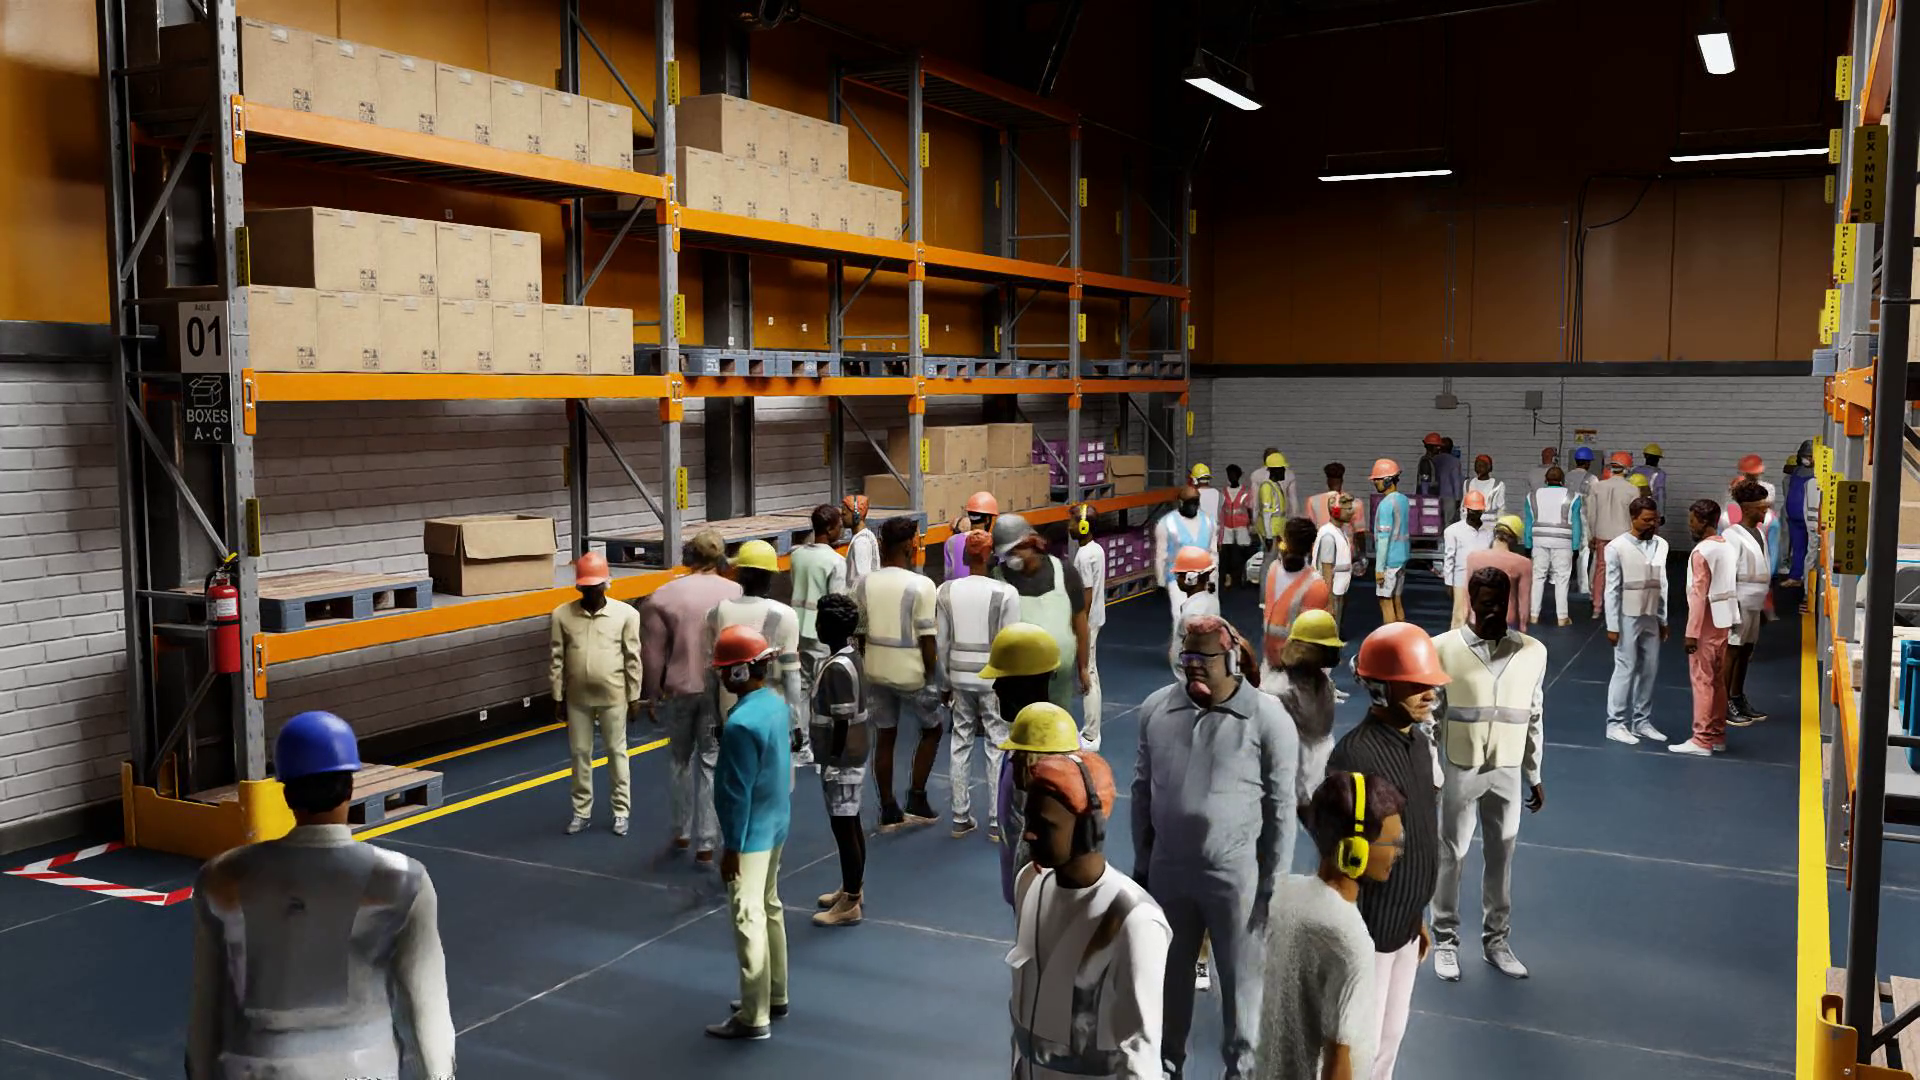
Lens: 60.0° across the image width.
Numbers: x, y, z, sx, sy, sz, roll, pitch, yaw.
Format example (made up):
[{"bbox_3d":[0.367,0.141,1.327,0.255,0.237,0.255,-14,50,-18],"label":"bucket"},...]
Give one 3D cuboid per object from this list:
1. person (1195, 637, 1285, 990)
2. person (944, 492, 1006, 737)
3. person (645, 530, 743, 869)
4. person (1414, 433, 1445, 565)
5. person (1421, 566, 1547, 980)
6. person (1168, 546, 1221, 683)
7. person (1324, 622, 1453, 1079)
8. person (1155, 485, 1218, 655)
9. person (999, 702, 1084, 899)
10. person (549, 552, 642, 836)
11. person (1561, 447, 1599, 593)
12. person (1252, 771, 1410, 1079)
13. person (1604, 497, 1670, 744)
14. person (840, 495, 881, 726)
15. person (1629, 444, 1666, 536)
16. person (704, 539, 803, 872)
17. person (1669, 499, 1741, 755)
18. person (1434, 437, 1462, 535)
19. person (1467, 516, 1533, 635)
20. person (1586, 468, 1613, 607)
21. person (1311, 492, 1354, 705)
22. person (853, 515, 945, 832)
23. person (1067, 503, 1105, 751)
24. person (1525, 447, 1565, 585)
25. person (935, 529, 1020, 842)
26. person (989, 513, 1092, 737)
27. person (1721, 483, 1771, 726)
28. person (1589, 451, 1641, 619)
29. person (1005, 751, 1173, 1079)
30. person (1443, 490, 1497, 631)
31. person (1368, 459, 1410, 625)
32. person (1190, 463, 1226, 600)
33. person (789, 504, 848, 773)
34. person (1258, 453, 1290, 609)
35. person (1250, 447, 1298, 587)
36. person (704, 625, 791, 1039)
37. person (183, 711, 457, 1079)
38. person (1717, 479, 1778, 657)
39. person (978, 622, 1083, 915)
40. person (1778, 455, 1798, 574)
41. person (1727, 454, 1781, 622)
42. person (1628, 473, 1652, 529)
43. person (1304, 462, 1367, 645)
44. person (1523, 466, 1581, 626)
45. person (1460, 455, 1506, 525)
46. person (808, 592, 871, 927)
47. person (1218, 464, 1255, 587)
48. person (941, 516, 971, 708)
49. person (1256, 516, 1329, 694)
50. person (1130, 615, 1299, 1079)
[{"bbox_3d":[1.235,1.236,7.588,0.503,1.626,0.280,0,5,1],"label":"person"},{"bbox_3d":[0.141,0.582,13.067,0.549,1.924,0.387,3,6,29],"label":"person"},{"bbox_3d":[-1.477,0.906,9.605,0.670,1.904,0.716,-1,5,-5],"label":"person"},{"bbox_3d":[7.199,-0.625,25.470,0.418,2.035,0.609,2,6,23],"label":"person"},{"bbox_3d":[2.438,1.074,7.767,0.593,1.920,0.391,-1,5,-5],"label":"person"},{"bbox_3d":[1.458,0.910,10.414,0.341,1.750,0.566,2,6,19],"label":"person"},{"bbox_3d":[1.392,1.253,5.432,0.395,1.993,0.614,4,7,37],"label":"person"},{"bbox_3d":[2.141,0.360,15.994,0.623,1.820,0.734,-2,6,-19],"label":"person"},{"bbox_3d":[0.284,1.384,5.361,0.322,1.743,0.489,0,5,-2],"label":"person"},{"bbox_3d":[-2.230,0.939,10.165,0.567,1.743,0.356,0,5,0],"label":"person"},{"bbox_3d":[8.233,-0.265,22.081,0.417,1.939,0.610,-3,6,-27],"label":"person"},{"bbox_3d":[0.826,1.467,4.108,0.575,1.830,0.598,-1,5,-12],"label":"person"},{"bbox_3d":[5.202,0.612,12.831,0.599,1.905,0.391,-3,6,-26],"label":"person"},{"bbox_3d":[-0.795,0.568,13.464,0.354,1.876,0.574,0,5,-1],"label":"person"},{"bbox_3d":[9.837,-0.413,23.776,0.392,1.917,0.589,-3,6,-29],"label":"person"},{"bbox_3d":[-1.139,0.953,9.143,0.610,1.903,0.533,2,6,22],"label":"person"},{"bbox_3d":[5.589,0.650,12.409,0.405,1.909,0.597,5,7,43],"label":"person"},{"bbox_3d":[7.717,-0.681,26.549,0.354,1.937,0.634,-4,7,-39],"label":"person"},{"bbox_3d":[4.338,0.656,13.422,0.510,1.696,0.934,2,6,16],"label":"person"},{"bbox_3d":[8.014,-0.032,20.557,0.575,1.747,0.336,-2,6,-18],"label":"person"},{"bbox_3d":[3.206,0.498,14.430,0.393,1.836,0.561,2,6,20],"label":"person"},{"bbox_3d":[-0.346,0.821,10.287,0.634,1.950,0.520,3,6,32],"label":"person"},{"bbox_3d":[0.927,0.654,12.535,0.328,1.875,0.513,1,5,11],"label":"person"},{"bbox_3d":[8.123,-0.331,22.948,0.407,1.910,0.639,-4,7,-36],"label":"person"},{"bbox_3d":[0.129,0.876,10.074,0.572,1.887,0.356,3,6,25],"label":"person"},{"bbox_3d":[0.448,0.792,10.158,0.728,2.000,0.556,-2,6,-18],"label":"person"},{"bbox_3d":[6.385,0.515,13.528,0.602,1.967,0.367,-5,7,-42],"label":"person"},{"bbox_3d":[7.688,-0.046,19.488,0.414,1.985,0.635,-5,7,-43],"label":"person"},{"bbox_3d":[0.302,1.441,4.087,0.348,1.876,0.570,-3,6,-30],"label":"person"},{"bbox_3d":[4.953,0.389,16.056,0.565,1.747,0.346,-1,5,-7],"label":"person"},{"bbox_3d":[4.231,0.211,16.484,0.405,2.032,0.611,3,6,33],"label":"person"},{"bbox_3d":[2.885,-0.004,19.889,0.596,1.823,0.403,-2,6,-21],"label":"person"},{"bbox_3d":[-1.015,0.701,11.857,0.393,1.909,0.603,-5,7,-41],"label":"person"},{"bbox_3d":[3.848,-0.105,20.398,0.367,1.927,0.594,2,6,22],"label":"person"},{"bbox_3d":[4.271,-0.303,22.699,0.661,1.912,0.636,-1,5,-6],"label":"person"},{"bbox_3d":[-0.907,1.227,7.087,0.352,1.738,0.573,1,5,9],"label":"person"},{"bbox_3d":[-1.613,1.405,4.248,0.669,1.924,0.467,-1,5,-6],"label":"person"},{"bbox_3d":[7.888,0.292,16.759,0.632,1.819,0.782,2,6,22],"label":"person"},{"bbox_3d":[0.260,1.245,5.936,0.398,1.920,0.586,-1,5,-6],"label":"person"},{"bbox_3d":[12.135,-0.372,24.260,0.294,1.744,0.486,4,7,37],"label":"person"},{"bbox_3d":[9.258,-0.013,19.322,0.642,1.950,0.802,-1,5,-8],"label":"person"},{"bbox_3d":[7.885,0.089,19.381,0.322,1.735,0.492,-1,5,-6],"label":"person"},{"bbox_3d":[3.970,0.145,17.608,0.662,1.949,0.518,1,5,14],"label":"person"},{"bbox_3d":[6.817,0.065,19.156,0.644,1.833,0.431,4,7,36],"label":"person"},{"bbox_3d":[6.562,-0.131,20.937,0.572,1.883,0.356,5,7,41],"label":"person"},{"bbox_3d":[-0.619,1.114,8.518,0.316,1.695,0.542,0,5,3],"label":"person"},{"bbox_3d":[3.748,-0.200,22.685,0.548,1.683,0.431,2,6,24],"label":"person"},{"bbox_3d":[0.033,0.617,14.172,0.309,1.641,0.515,4,6,34],"label":"person"},{"bbox_3d":[2.138,0.785,10.879,0.539,1.913,0.694,-3,6,-27],"label":"person"},{"bbox_3d":[0.918,1.225,6.208,0.642,1.910,0.401,3,6,31],"label":"person"}]
